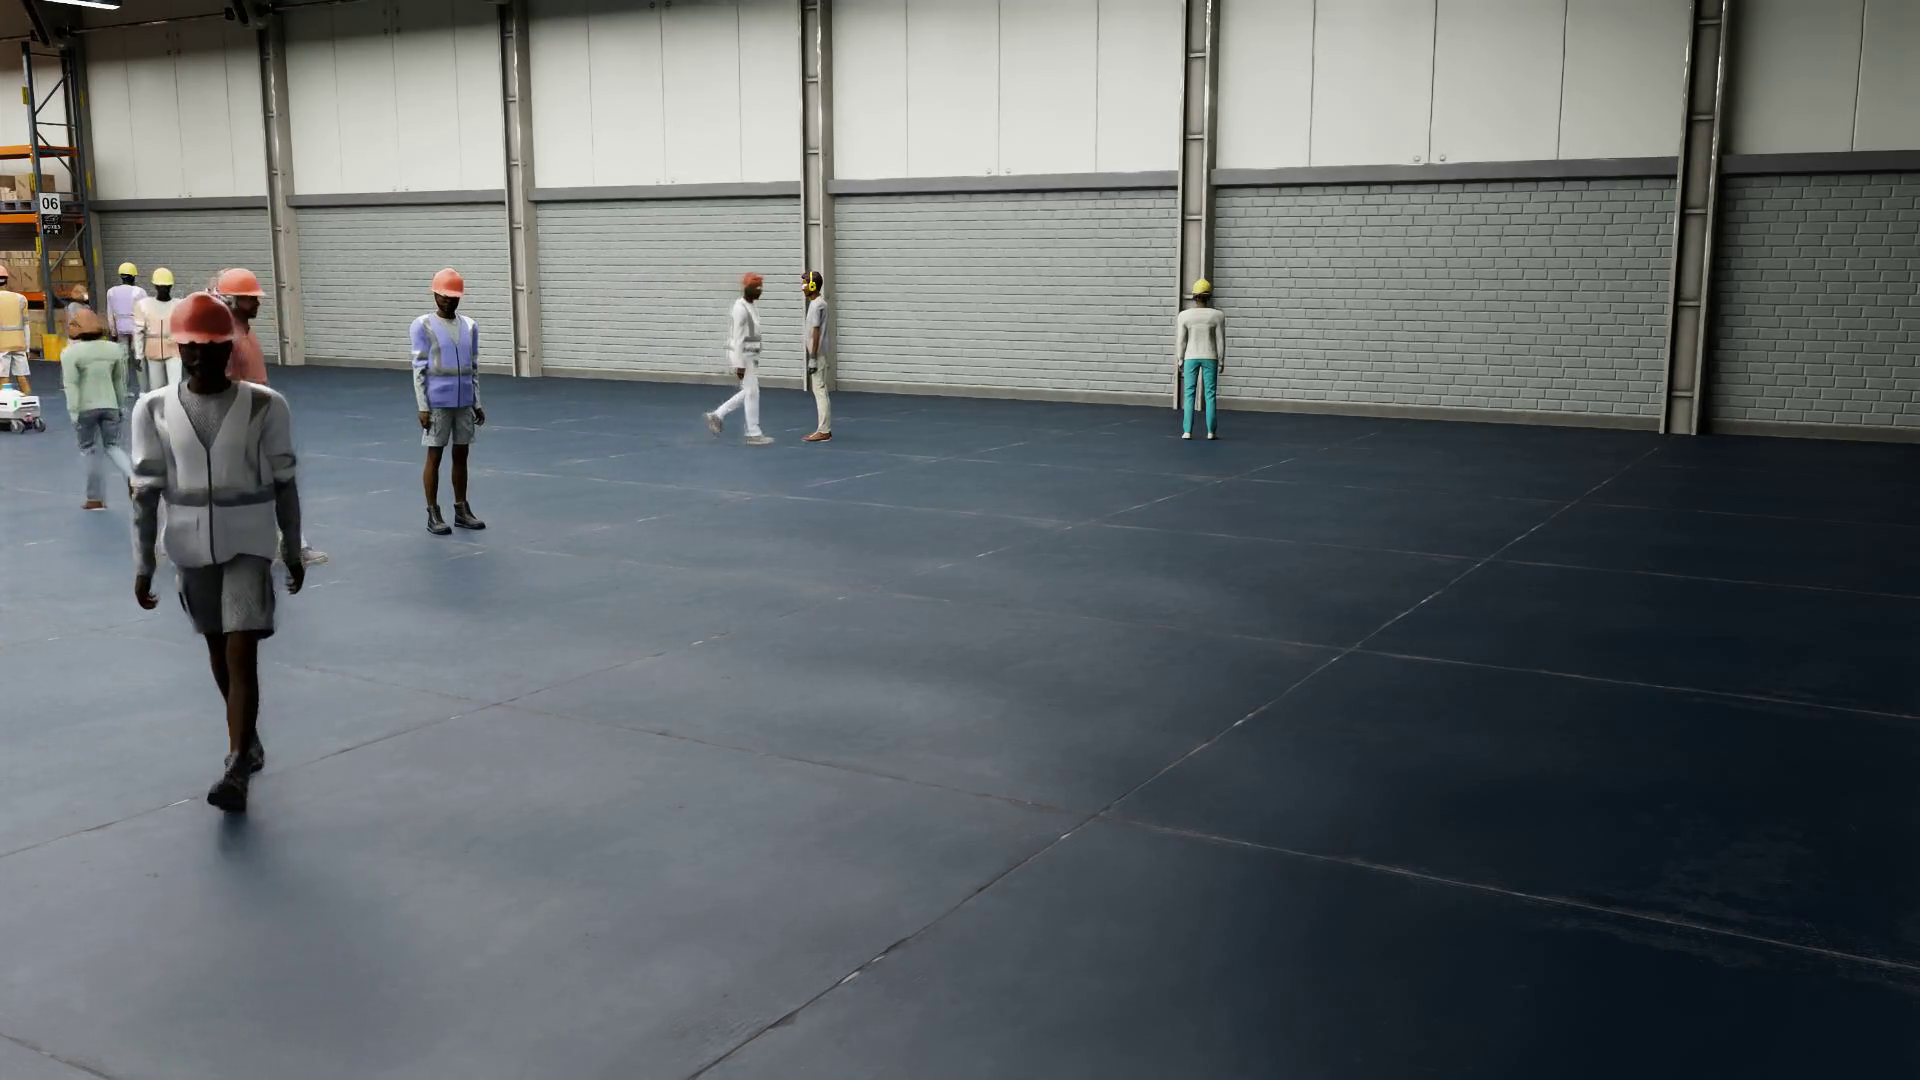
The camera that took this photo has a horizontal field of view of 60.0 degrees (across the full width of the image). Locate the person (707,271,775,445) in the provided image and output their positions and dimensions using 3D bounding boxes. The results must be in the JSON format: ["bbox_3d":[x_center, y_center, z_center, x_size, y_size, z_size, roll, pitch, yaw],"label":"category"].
[{"bbox_3d":[-2.372,-1.939,17.810,0.686,1.860,0.640,1,10,8],"label":"person"}]

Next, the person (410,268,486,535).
[{"bbox_3d":[-3.729,-1.012,12.187,0.375,1.931,0.542,8,13,40],"label":"person"}]

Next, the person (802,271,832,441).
[{"bbox_3d":[-1.574,-2.010,18.253,0.311,1.859,0.506,0,10,1],"label":"person"}]

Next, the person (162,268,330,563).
[{"bbox_3d":[-4.727,-0.781,10.788,1.005,1.955,0.637,0,10,-1],"label":"person"}]

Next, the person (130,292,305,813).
[{"bbox_3d":[-2.764,0.035,6.178,0.566,1.883,1.011,-2,10,-13],"label":"person"}]

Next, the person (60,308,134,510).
[{"bbox_3d":[-6.797,-1.024,13.147,0.548,1.617,0.509,6,12,33],"label":"person"}]

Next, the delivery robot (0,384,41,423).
[{"bbox_3d":[-10.932,-1.555,19.113,0.707,0.478,0.477,5,11,25],"label":"delivery robot"}]

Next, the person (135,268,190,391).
[{"bbox_3d":[-8.862,-2.085,18.566,0.608,1.897,0.866,-3,10,-15],"label":"person"}]

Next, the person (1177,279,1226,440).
[{"bbox_3d":[2.655,-1.977,18.311,0.532,1.771,0.304,2,10,10],"label":"person"}]

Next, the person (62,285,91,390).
[{"bbox_3d":[-13.139,-3.017,24.936,0.868,1.587,0.504,2,10,11],"label":"person"}]

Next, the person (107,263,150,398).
[{"bbox_3d":[-11.847,-2.991,23.782,0.594,1.926,0.366,0,10,2],"label":"person"}]

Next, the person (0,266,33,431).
[{"bbox_3d":[-11.063,-2.222,19.281,0.375,1.927,0.543,6,11,30],"label":"person"}]
